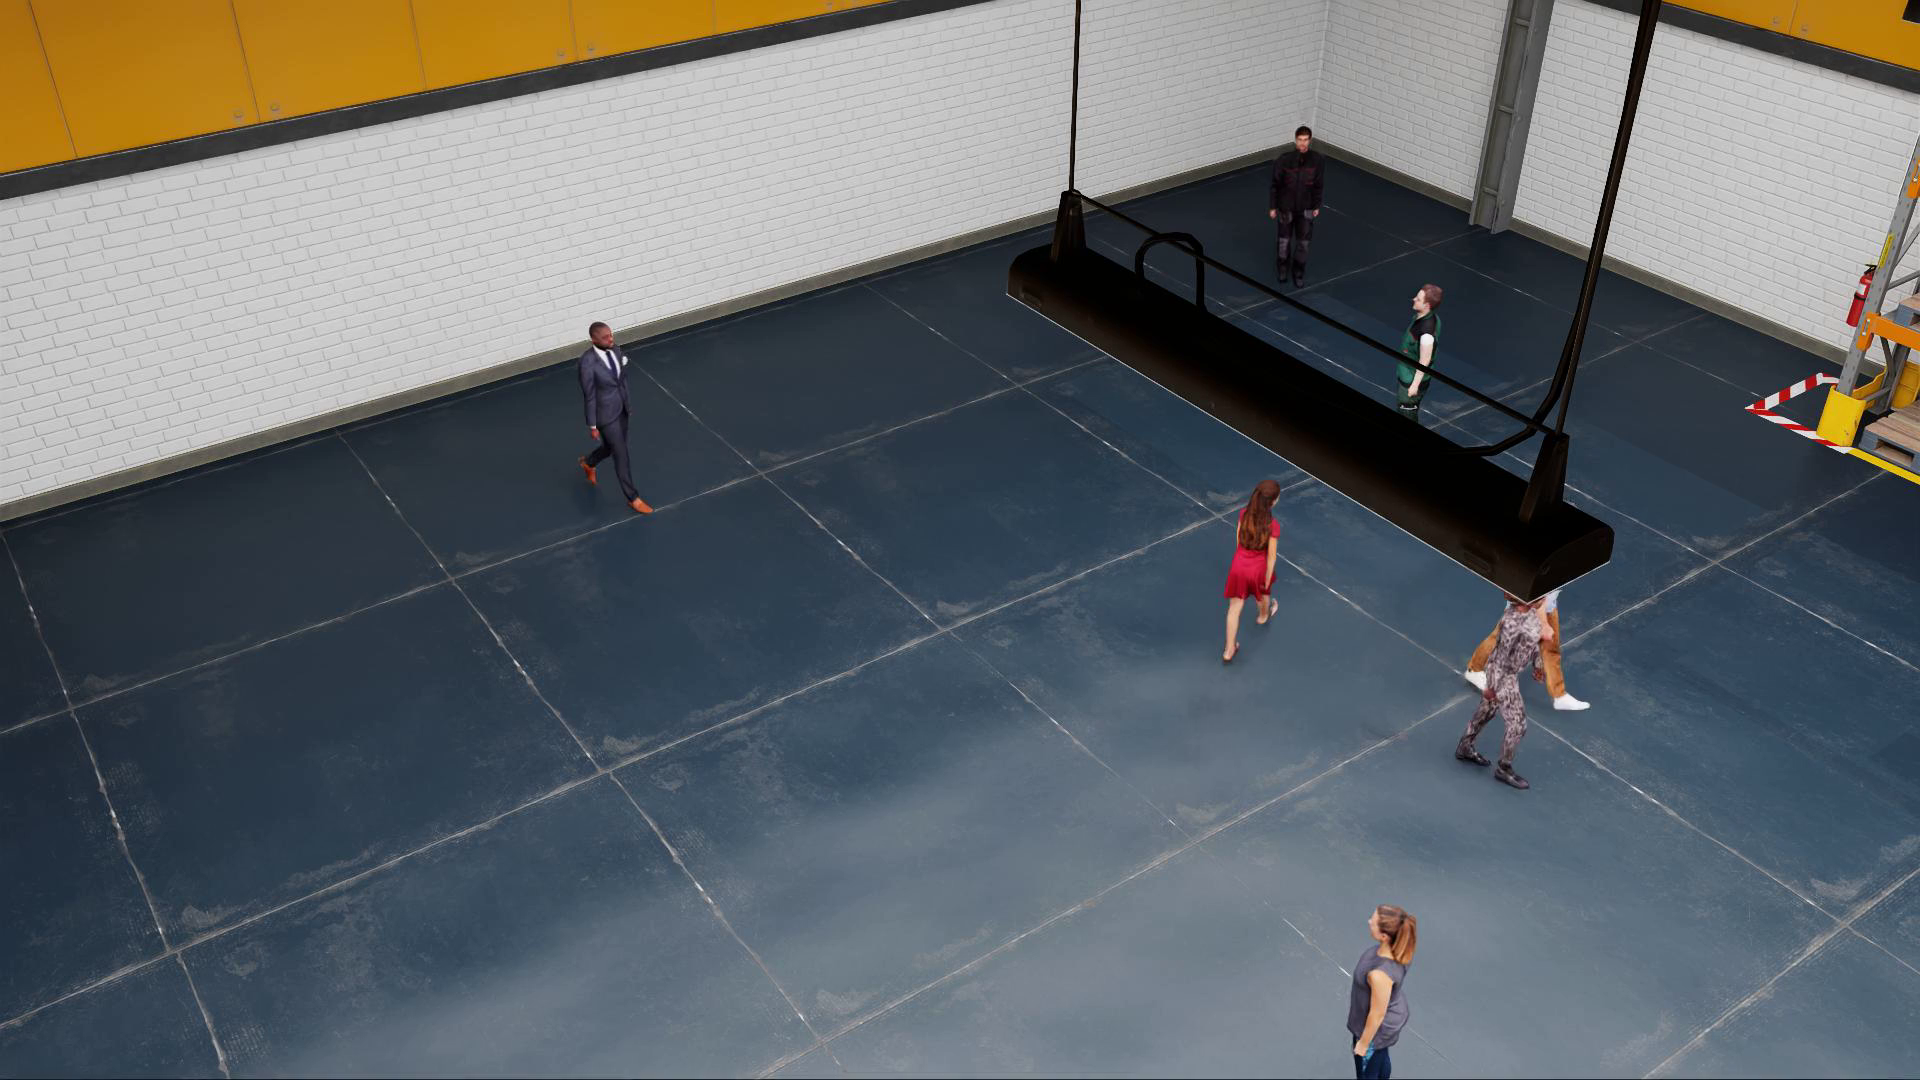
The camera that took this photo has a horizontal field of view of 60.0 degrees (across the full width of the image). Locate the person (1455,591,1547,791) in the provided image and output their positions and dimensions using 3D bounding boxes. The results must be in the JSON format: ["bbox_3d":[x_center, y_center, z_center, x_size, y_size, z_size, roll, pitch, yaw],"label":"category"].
[{"bbox_3d":[3.739,0.920,11.676,0.892,1.697,0.760,17,37,24],"label":"person"}]

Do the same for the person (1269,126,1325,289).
[{"bbox_3d":[3.752,-3.756,18.598,0.899,1.822,0.950,3,34,5],"label":"person"}]

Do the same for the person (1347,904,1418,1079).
[{"bbox_3d":[2.278,2.634,9.074,0.653,1.722,0.647,18,38,25],"label":"person"}]

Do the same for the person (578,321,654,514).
[{"bbox_3d":[-3.144,-1.112,14.644,1.234,1.795,1.034,16,37,22],"label":"person"}]

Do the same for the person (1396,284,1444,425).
[{"bbox_3d":[4.137,-1.493,15.175,0.796,1.843,0.743,7,34,10],"label":"person"}]

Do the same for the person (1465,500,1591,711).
[{"bbox_3d":[4.156,0.448,12.314,0.830,1.776,1.213,-28,43,-35],"label":"person"}]

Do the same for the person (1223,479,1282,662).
[{"bbox_3d":[2.214,0.261,12.837,1.045,1.509,0.899,17,37,24],"label":"person"}]
